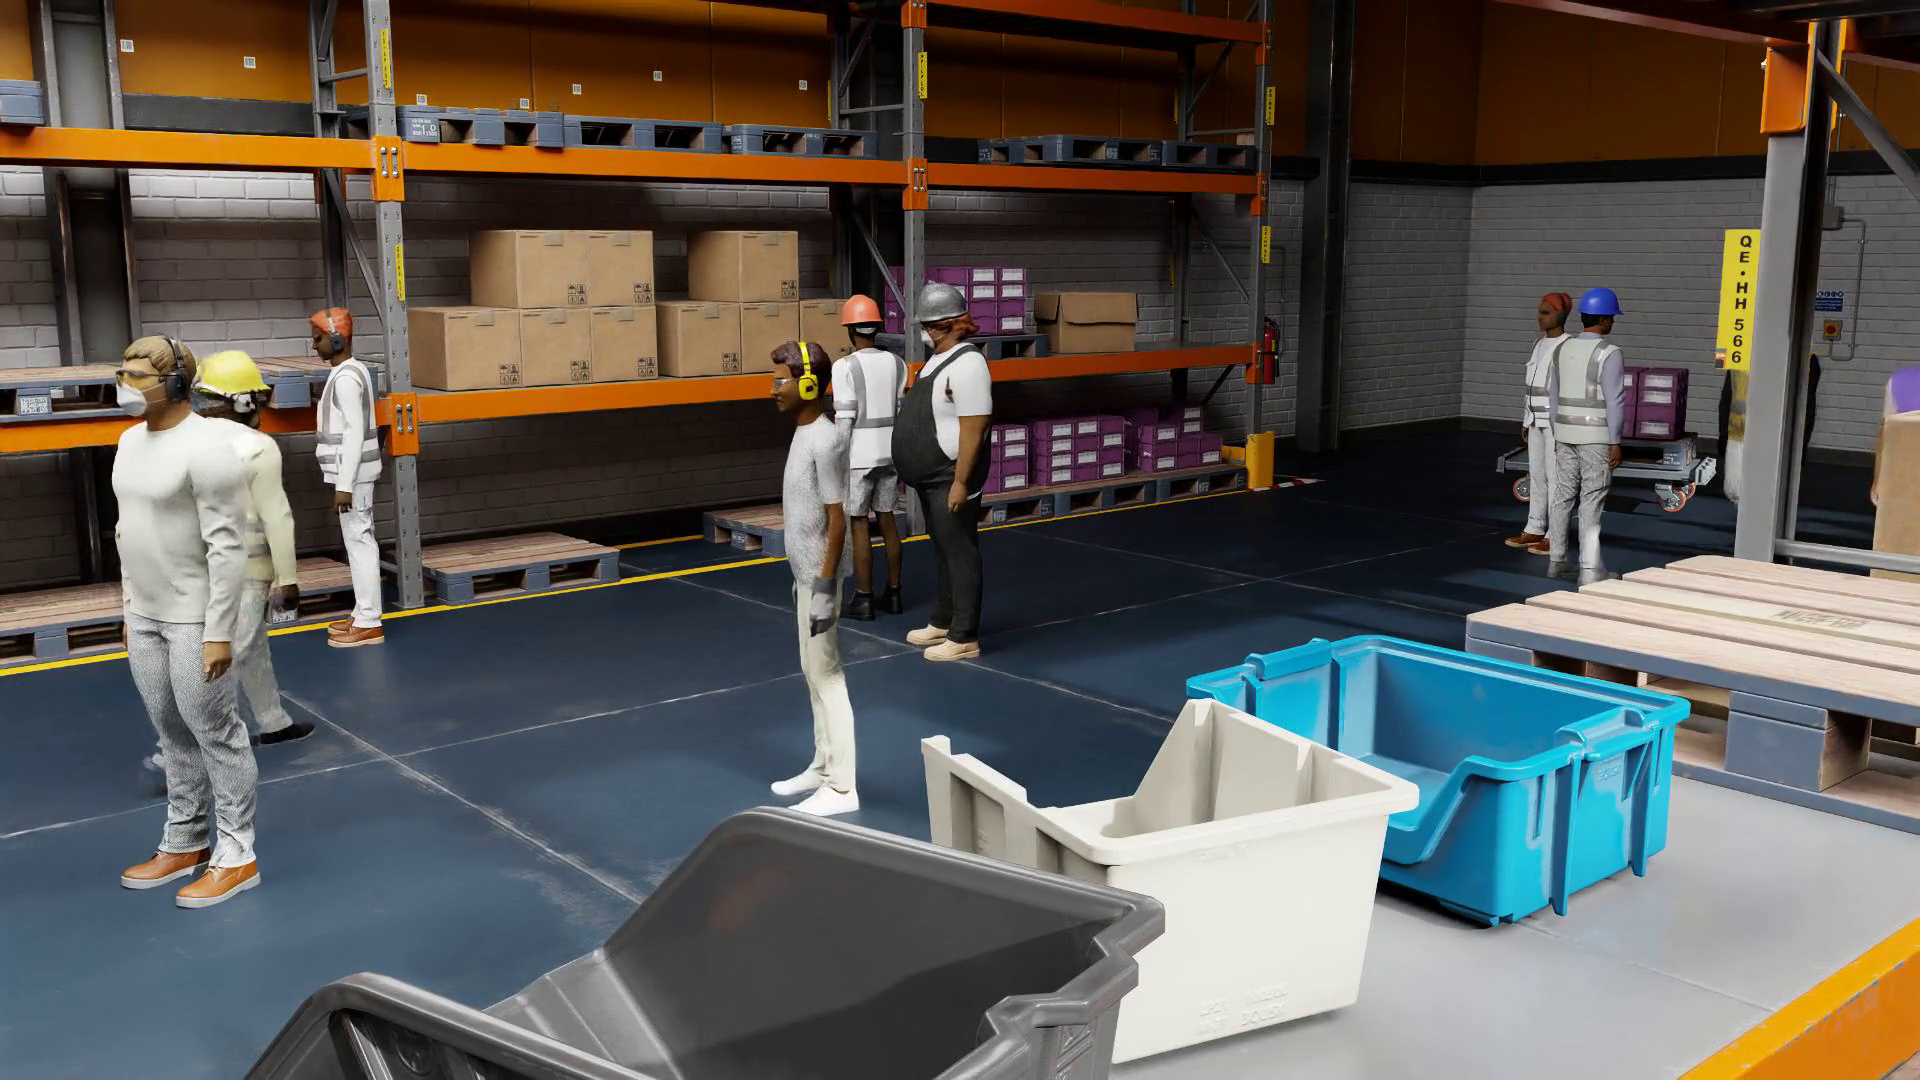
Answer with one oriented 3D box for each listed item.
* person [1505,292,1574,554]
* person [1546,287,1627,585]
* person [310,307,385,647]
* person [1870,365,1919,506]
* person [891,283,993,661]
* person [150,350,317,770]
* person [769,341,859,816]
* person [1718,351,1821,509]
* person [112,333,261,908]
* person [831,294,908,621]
[{"bbox_3d":[4.252,-0.841,12.040,0.355,1.884,0.575,-2,10,-11],"label":"person"},{"bbox_3d":[4.136,-0.680,10.958,0.388,1.947,0.614,-4,11,-23],"label":"person"},{"bbox_3d":[-3.410,-0.349,9.276,0.355,1.887,0.573,-3,11,-17],"label":"person"},{"bbox_3d":[5.547,-0.353,9.484,0.581,1.822,0.715,8,13,39],"label":"person"},{"bbox_3d":[-0.104,-0.375,8.993,0.536,2.000,0.672,-2,10,-13],"label":"person"},{"bbox_3d":[-3.114,0.105,7.013,0.605,1.798,0.894,5,11,26],"label":"person"},{"bbox_3d":[-0.576,0.156,6.508,0.310,1.864,0.533,-3,10,-14],"label":"person"},{"bbox_3d":[5.559,-0.713,11.466,0.573,1.828,0.647,-9,13,-40],"label":"person"},{"bbox_3d":[-2.654,0.271,5.661,0.630,1.940,0.372,7,12,33],"label":"person"},{"bbox_3d":[-0.567,-0.487,9.912,0.552,1.933,0.368,-10,14,-44],"label":"person"}]
